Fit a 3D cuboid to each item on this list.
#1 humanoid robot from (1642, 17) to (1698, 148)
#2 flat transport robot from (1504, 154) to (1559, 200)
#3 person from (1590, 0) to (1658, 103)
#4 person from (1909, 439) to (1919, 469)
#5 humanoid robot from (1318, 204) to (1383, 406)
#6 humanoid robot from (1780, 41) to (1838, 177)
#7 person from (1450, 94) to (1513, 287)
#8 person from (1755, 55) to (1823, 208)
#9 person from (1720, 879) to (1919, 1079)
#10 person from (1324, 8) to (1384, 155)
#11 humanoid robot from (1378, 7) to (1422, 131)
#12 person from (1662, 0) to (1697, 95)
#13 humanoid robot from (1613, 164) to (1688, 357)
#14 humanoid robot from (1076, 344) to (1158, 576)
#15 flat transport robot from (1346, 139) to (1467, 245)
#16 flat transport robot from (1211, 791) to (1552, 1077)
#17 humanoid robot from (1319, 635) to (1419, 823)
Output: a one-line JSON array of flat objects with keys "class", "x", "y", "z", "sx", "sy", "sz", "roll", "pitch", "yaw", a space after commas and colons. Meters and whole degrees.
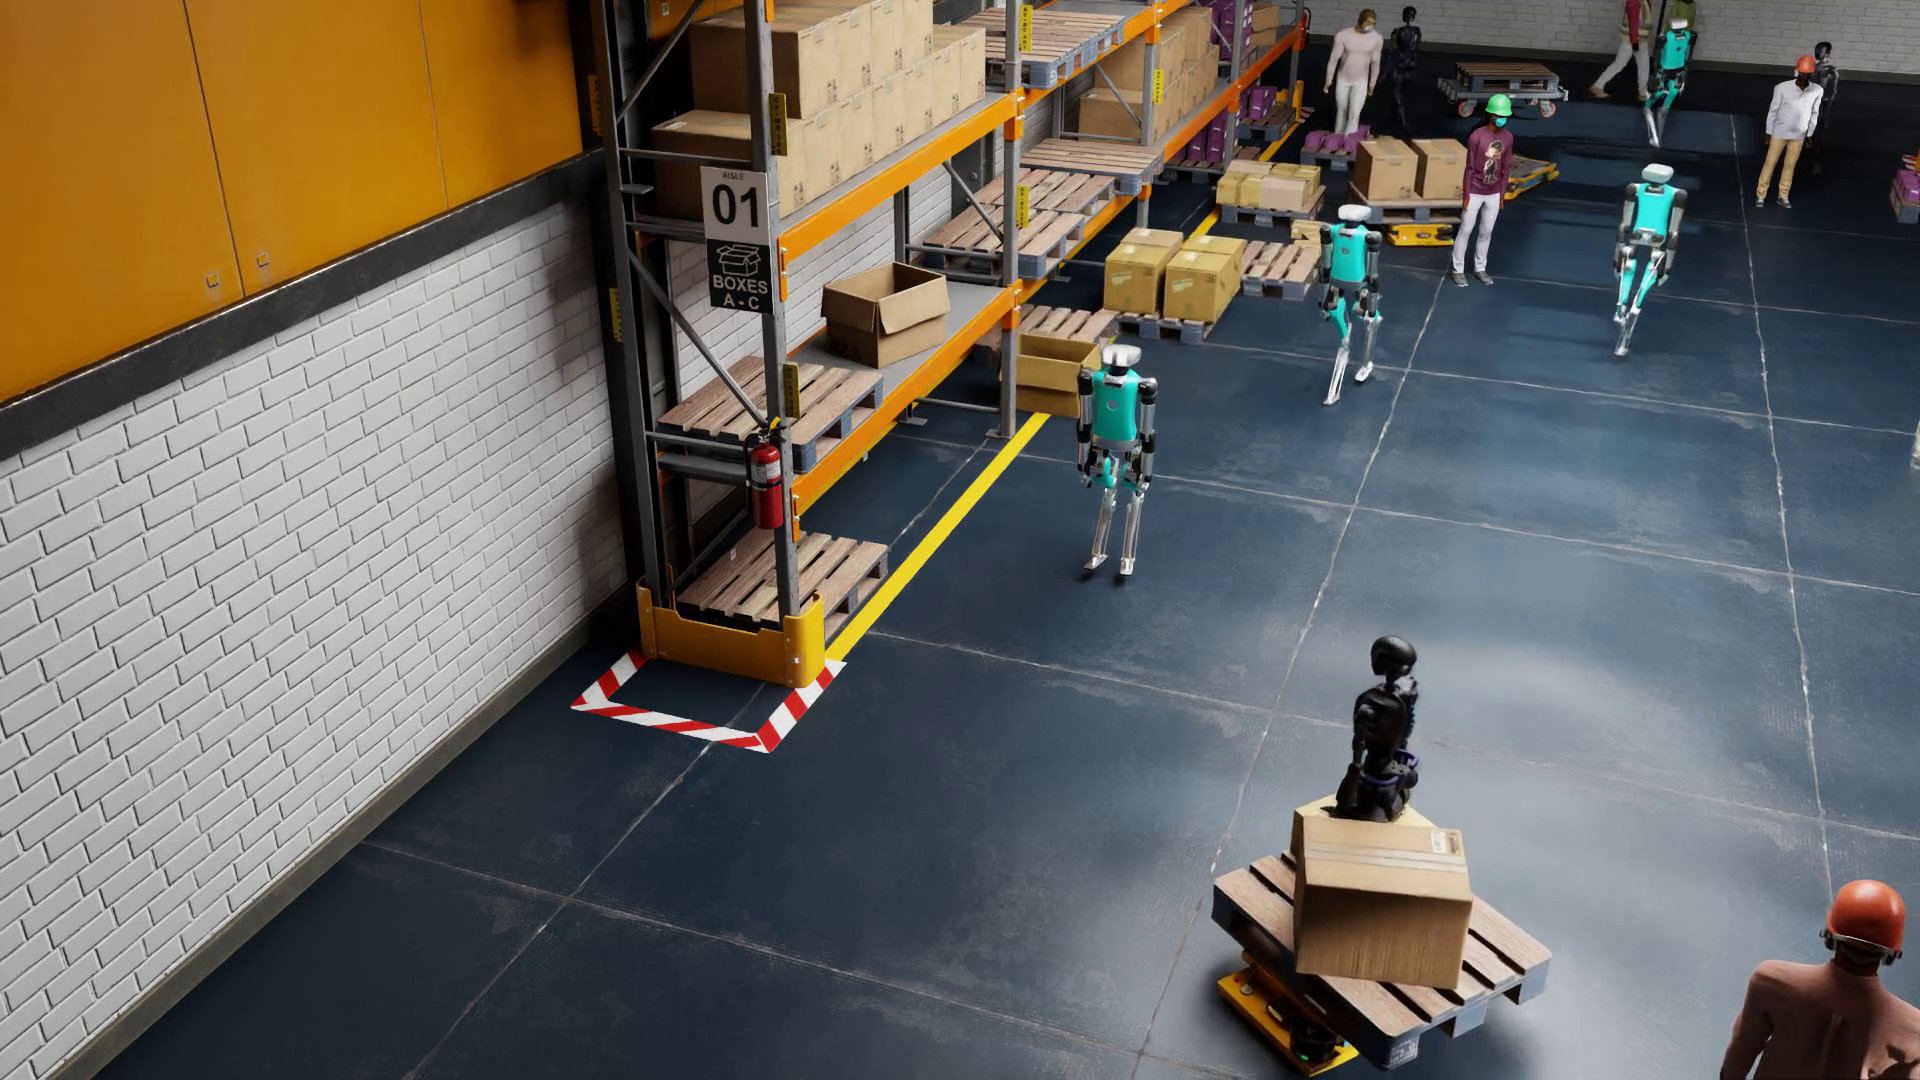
[{"class": "humanoid robot", "x": 9.154, "y": -5.950, "z": 21.777, "sx": 0.622, "sy": 1.838, "sz": 0.867, "roll": -2, "pitch": 27, "yaw": -4}, {"class": "flat transport robot", "x": 6.746, "y": -4.454, "z": 20.391, "sx": 0.659, "sy": 0.231, "sz": 1.431, "roll": 21, "pitch": 34, "yaw": 35}, {"class": "person", "x": 9.831, "y": -7.341, "z": 24.322, "sx": 0.940, "sy": 1.800, "sz": 0.622, "roll": 23, "pitch": 35, "yaw": 37}, {"class": "person", "x": 7.717, "y": -1.376, "z": 12.814, "sx": 0.365, "sy": 1.753, "sz": 0.575, "roll": 8, "pitch": 28, "yaw": 16}, {"class": "humanoid robot", "x": 3.405, "y": -2.063, "z": 14.212, "sx": 0.533, "sy": 1.767, "sz": 1.029, "roll": 18, "pitch": 32, "yaw": 31}, {"class": "humanoid robot", "x": 10.575, "y": -5.317, "z": 20.582, "sx": 0.654, "sy": 1.641, "sz": 0.596, "roll": -15, "pitch": 31, "yaw": -26}, {"class": "person", "x": 5.280, "y": -3.525, "z": 16.770, "sx": 0.481, "sy": 1.944, "sz": 0.432, "roll": -4, "pitch": 28, "yaw": -8}, {"class": "person", "x": 9.648, "y": -4.742, "z": 19.325, "sx": 0.562, "sy": 1.752, "sz": 0.325, "roll": 3, "pitch": 27, "yaw": 7}, {"class": "person", "x": 3.020, "y": 2.047, "z": 5.912, "sx": 0.615, "sy": 1.986, "sz": 0.404, "roll": 20, "pitch": 33, "yaw": 33}, {"class": "person", "x": 5.011, "y": -5.815, "z": 21.274, "sx": 0.683, "sy": 1.878, "sz": 0.974, "roll": 7, "pitch": 28, "yaw": 13}, {"class": "humanoid robot", "x": 6.038, "y": -6.481, "z": 22.839, "sx": 0.587, "sy": 1.629, "sz": 0.762, "roll": -14, "pitch": 30, "yaw": -25}, {"class": "person", "x": 10.647, "y": -7.445, "z": 24.723, "sx": 0.535, "sy": 1.609, "sz": 0.381, "roll": -17, "pitch": 32, "yaw": -30}, {"class": "humanoid robot", "x": 6.070, "y": -2.448, "z": 14.887, "sx": 0.549, "sy": 1.733, "sz": 1.010, "roll": 18, "pitch": 32, "yaw": 31}, {"class": "humanoid robot", "x": 1.092, "y": -0.590, "z": 11.147, "sx": 0.533, "sy": 1.677, "sz": 0.735, "roll": 10, "pitch": 29, "yaw": 18}, {"class": "flat transport robot", "x": 5.047, "y": -3.601, "z": 18.735, "sx": 0.659, "sy": 0.231, "sz": 1.431, "roll": -1, "pitch": 27, "yaw": -1}, {"class": "flat transport robot", "x": 1.981, "y": 2.010, "z": 7.851, "sx": 1.431, "sy": 0.231, "sz": 0.659, "roll": -15, "pitch": 31, "yaw": -27}, {"class": "humanoid robot", "x": 1.944, "y": 1.186, "z": 7.906, "sx": 0.349, "sy": 1.656, "sz": 0.595, "roll": 23, "pitch": 35, "yaw": 37}]
